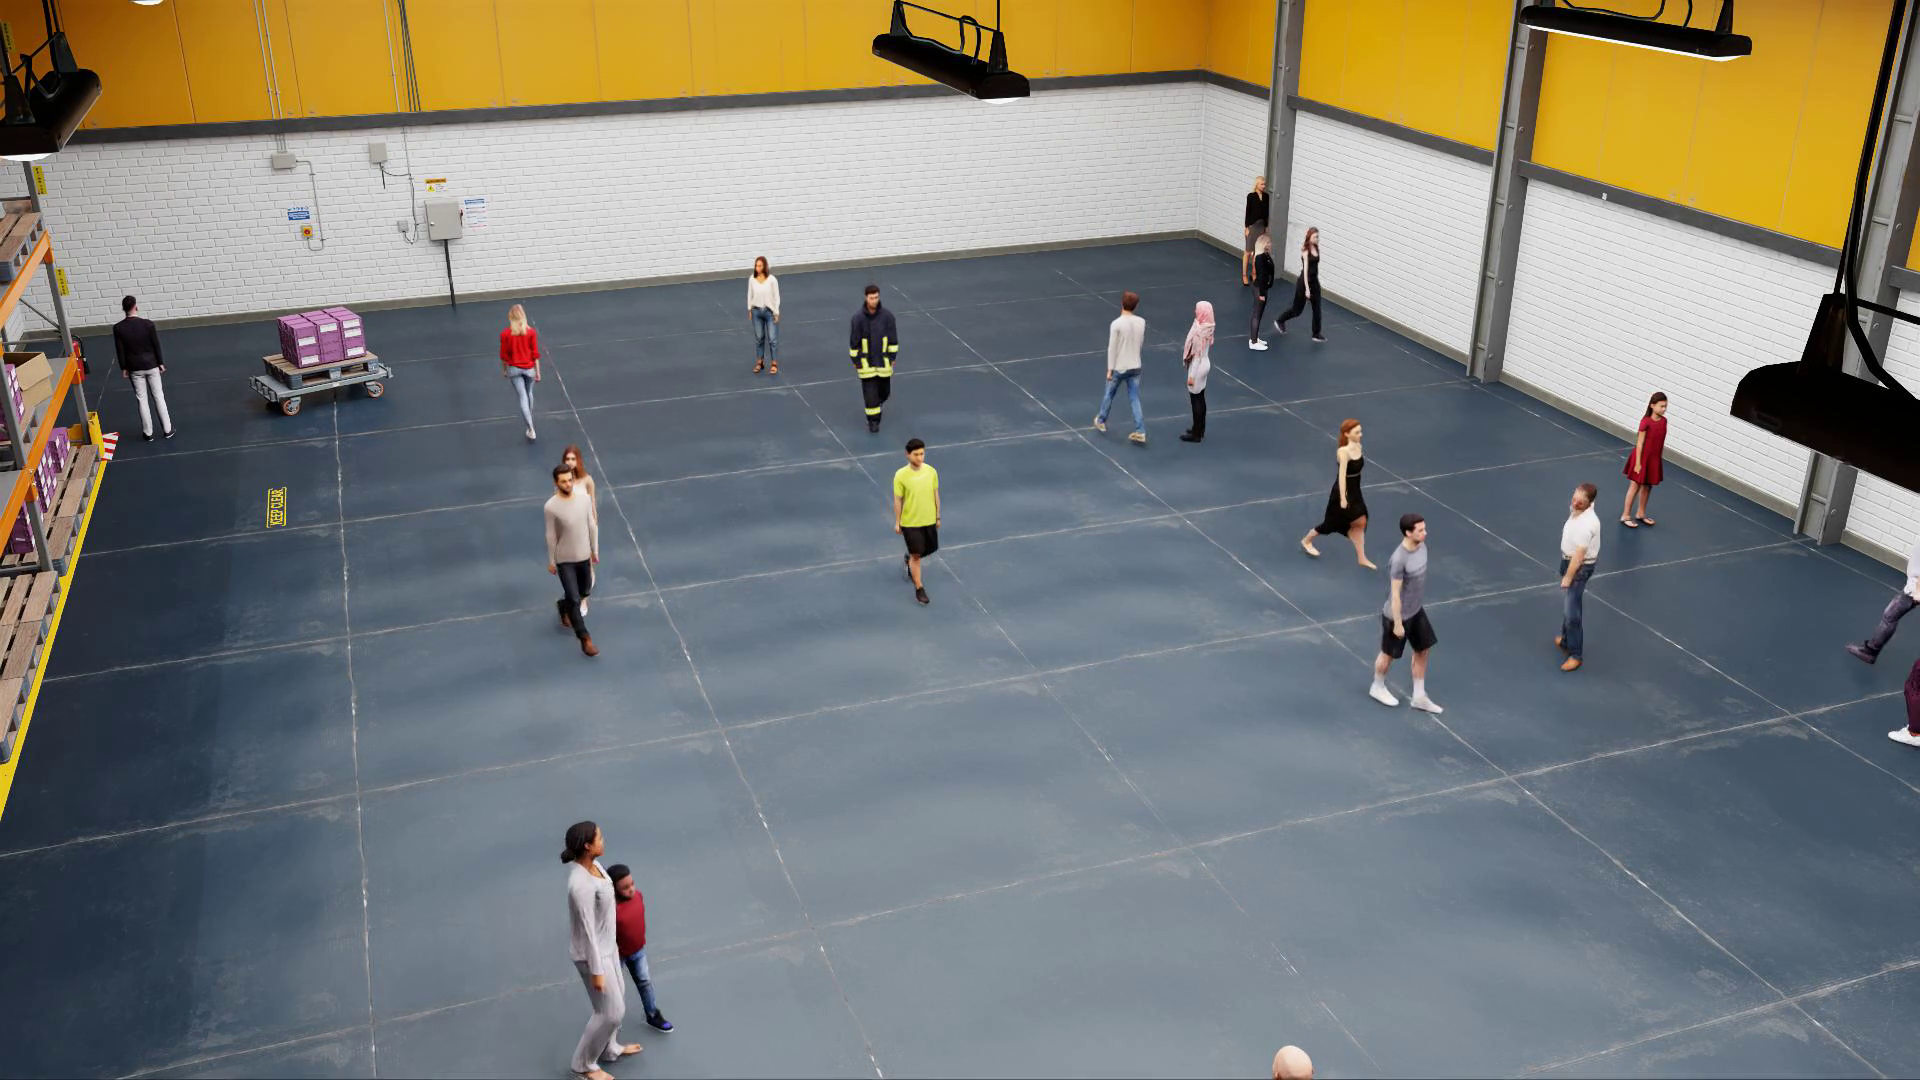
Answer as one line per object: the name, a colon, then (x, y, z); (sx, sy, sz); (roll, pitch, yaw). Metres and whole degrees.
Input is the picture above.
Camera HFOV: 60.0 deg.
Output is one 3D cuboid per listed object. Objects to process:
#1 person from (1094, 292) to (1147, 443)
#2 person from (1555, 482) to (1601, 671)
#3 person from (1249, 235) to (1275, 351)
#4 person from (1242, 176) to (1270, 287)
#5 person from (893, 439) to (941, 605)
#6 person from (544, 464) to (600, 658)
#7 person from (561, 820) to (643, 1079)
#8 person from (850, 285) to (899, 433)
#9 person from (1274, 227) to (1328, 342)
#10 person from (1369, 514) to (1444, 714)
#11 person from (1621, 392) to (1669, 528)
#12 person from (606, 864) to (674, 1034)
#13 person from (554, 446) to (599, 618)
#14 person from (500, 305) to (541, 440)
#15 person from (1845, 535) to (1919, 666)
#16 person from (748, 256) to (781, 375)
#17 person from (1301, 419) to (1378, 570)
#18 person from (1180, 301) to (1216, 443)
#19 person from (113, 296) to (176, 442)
person: (2.138, -2.106, 20.753); (0.684, 1.841, 1.104); (-10, 26, -22)
person: (5.735, 0.255, 15.381); (0.956, 1.818, 0.831); (14, 27, 29)
person: (4.414, -3.658, 24.496); (0.746, 1.687, 0.635); (4, 24, 9)
person: (4.910, -5.152, 27.719); (0.615, 1.842, 0.560); (-11, 26, -23)
person: (-0.447, -0.234, 16.659); (0.674, 1.689, 0.970); (-10, 25, -21)
person: (-3.662, 0.148, 15.587); (0.892, 1.848, 1.183); (-18, 29, -35)
person: (-2.311, 2.534, 10.292); (0.856, 1.717, 0.685); (-2, 24, -4)
person: (-1.116, -2.352, 21.227); (0.871, 1.912, 1.034); (-4, 24, -10)
person: (5.103, -3.819, 24.827); (0.831, 1.716, 1.163); (-19, 30, -37)
person: (3.802, 0.598, 14.554); (0.889, 1.851, 1.029); (-19, 30, -37)
person: (7.591, -0.907, 18.373); (0.552, 1.551, 0.614); (-10, 26, -22)
person: (-2.208, 2.617, 10.694); (0.836, 1.243, 0.730); (18, 29, 35)
person: (-3.784, -0.152, 16.494); (0.906, 1.671, 1.211); (2, 24, 5)
person: (-5.500, -2.070, 20.909); (0.700, 1.649, 1.143); (-11, 26, -24)
person: (8.763, 0.465, 14.937); (0.872, 1.788, 1.263); (-16, 28, -31)
person: (-2.743, -3.185, 23.421); (0.704, 1.680, 0.726); (6, 24, 13)
person: (3.946, -0.498, 17.393); (1.167, 1.586, 0.918); (20, 31, 39)
person: (2.994, -2.119, 20.828); (0.796, 1.804, 0.741); (12, 26, 25)
person: (-10.259, -2.155, 20.870); (0.660, 1.836, 0.560); (-10, 26, -22)
